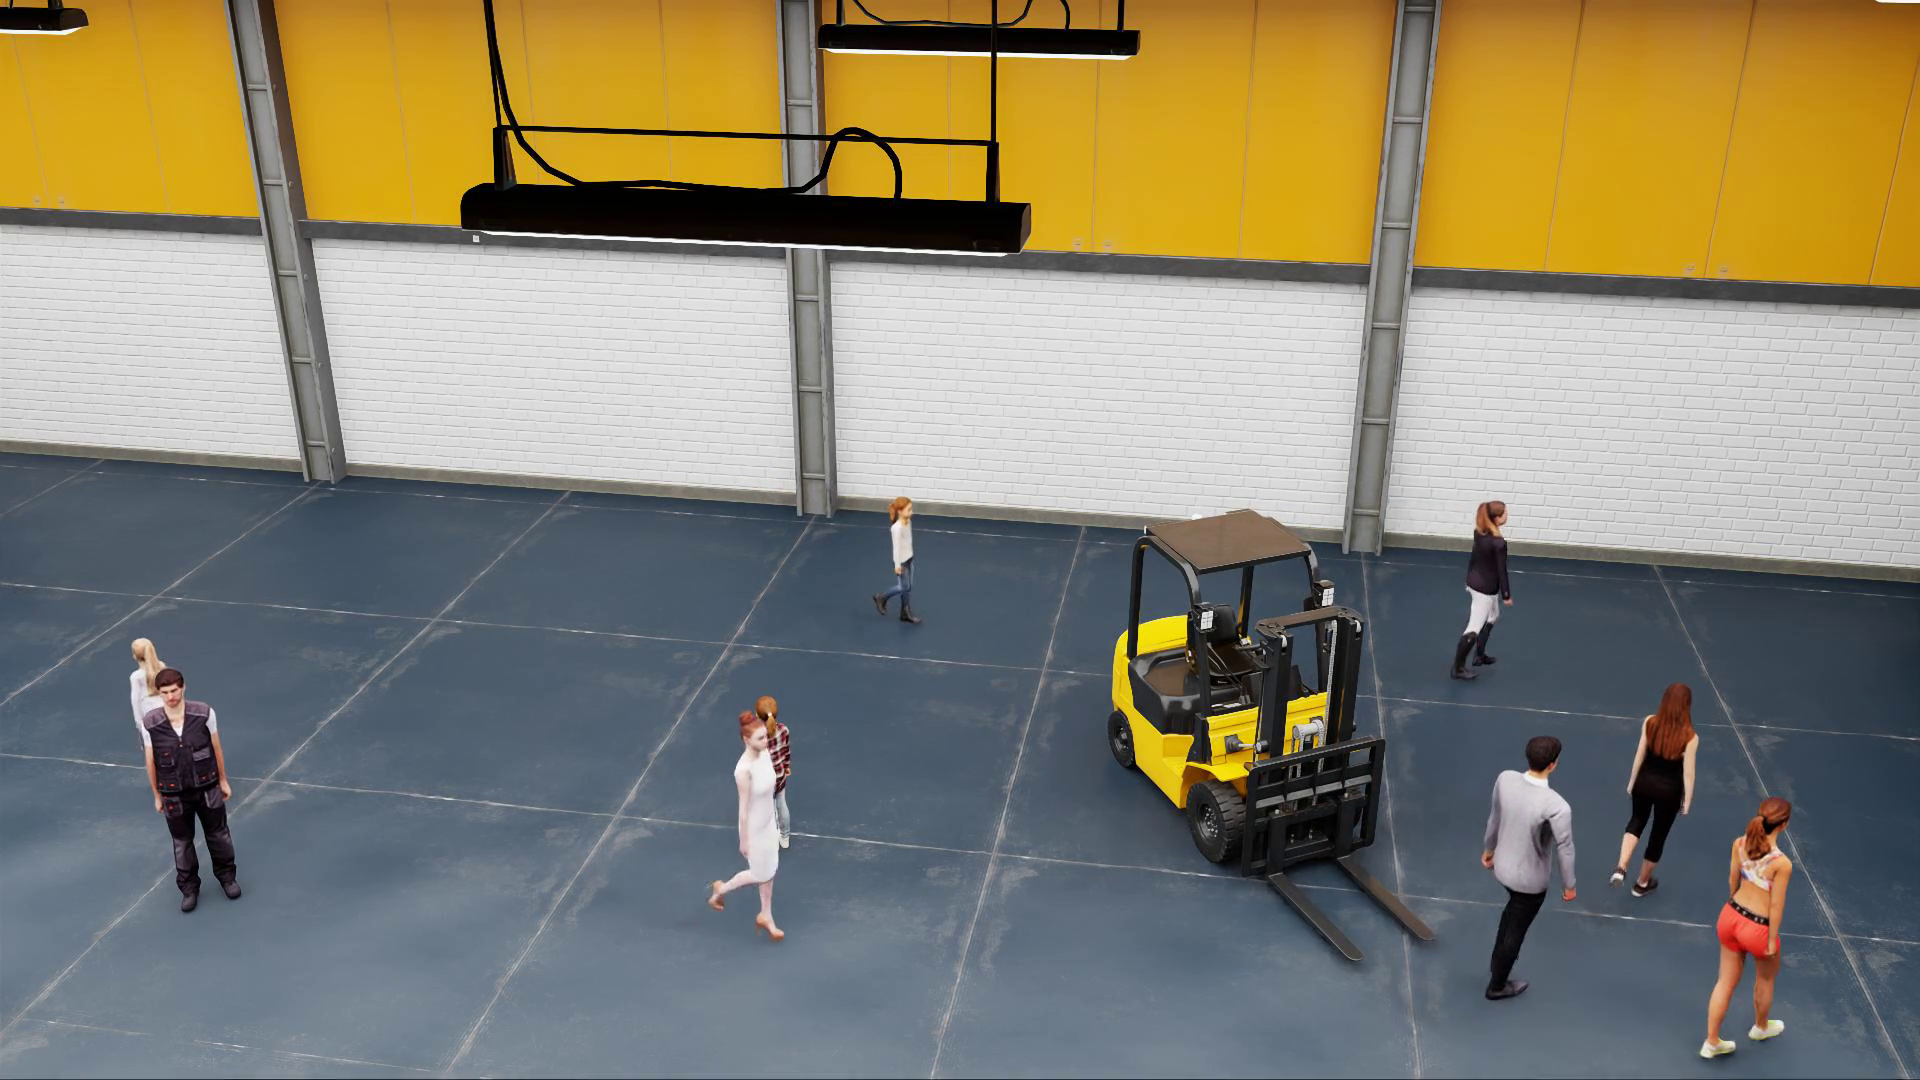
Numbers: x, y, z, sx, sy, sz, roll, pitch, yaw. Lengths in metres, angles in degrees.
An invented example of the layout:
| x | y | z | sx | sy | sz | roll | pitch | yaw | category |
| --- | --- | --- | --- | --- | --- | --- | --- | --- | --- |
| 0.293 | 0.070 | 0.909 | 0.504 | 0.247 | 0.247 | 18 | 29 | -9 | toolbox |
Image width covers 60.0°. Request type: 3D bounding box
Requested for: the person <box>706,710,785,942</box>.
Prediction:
| x | y | z | sx | sy | sz | roll | pitch | yaw | category |
| --- | --- | --- | --- | --- | --- | --- | --- | --- | --- |
| -1.457 | 1.958 | 11.322 | 0.849 | 1.784 | 0.650 | 8 | 25 | 18 | person |

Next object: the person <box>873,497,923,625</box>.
| x | y | z | sx | sy | sz | roll | pitch | yaw | category |
| --- | --- | --- | --- | --- | --- | --- | --- | --- | --- |
| -0.606 | 0.192 | 15.960 | 0.746 | 1.305 | 0.550 | 8 | 25 | 18 | person |

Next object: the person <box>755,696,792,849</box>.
| x | y | z | sx | sy | sz | roll | pitch | yaw | category |
| --- | --- | --- | --- | --- | --- | --- | --- | --- | --- |
| -1.421 | 1.747 | 12.403 | 0.626 | 1.306 | 0.681 | -17 | 29 | -34 | person |

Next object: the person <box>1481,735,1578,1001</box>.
| x | y | z | sx | sy | sz | roll | pitch | yaw | category |
| --- | --- | --- | --- | --- | --- | --- | --- | --- | --- |
| 3.561 | 2.152 | 10.727 | 0.933 | 1.907 | 0.903 | -10 | 26 | -22 | person |

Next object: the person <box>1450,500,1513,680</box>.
| x | y | z | sx | sy | sz | roll | pitch | yaw | category |
| --- | --- | --- | --- | --- | --- | --- | --- | --- | --- |
| 4.583 | 0.467 | 14.824 | 0.819 | 1.712 | 0.696 | -3 | 24 | -6 | person |

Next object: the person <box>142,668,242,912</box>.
| x | y | z | sx | sy | sz | roll | pitch | yaw | category |
| --- | --- | --- | --- | --- | --- | --- | --- | --- | --- |
| -5.445 | 1.730 | 11.766 | 0.709 | 1.848 | 0.801 | -11 | 26 | -24 | person |

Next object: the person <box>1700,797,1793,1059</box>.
| x | y | z | sx | sy | sz | roll | pitch | yaw | category |
| --- | --- | --- | --- | --- | --- | --- | --- | --- | --- |
| 4.795 | 2.433 | 10.263 | 0.998 | 1.763 | 0.904 | -11 | 26 | -24 | person |

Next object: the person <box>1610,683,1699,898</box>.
| x | y | z | sx | sy | sz | roll | pitch | yaw | category |
| --- | --- | --- | --- | --- | --- | --- | --- | --- | --- |
| 4.885 | 1.805 | 11.762 | 0.858 | 1.713 | 0.811 | -20 | 30 | -38 | person |

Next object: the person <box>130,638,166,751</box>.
| x | y | z | sx | sy | sz | roll | pitch | yaw | category |
| --- | --- | --- | --- | --- | --- | --- | --- | --- | --- |
| -6.384 | 1.388 | 13.269 | 0.713 | 1.270 | 0.594 | 11 | 26 | 24 | person |
